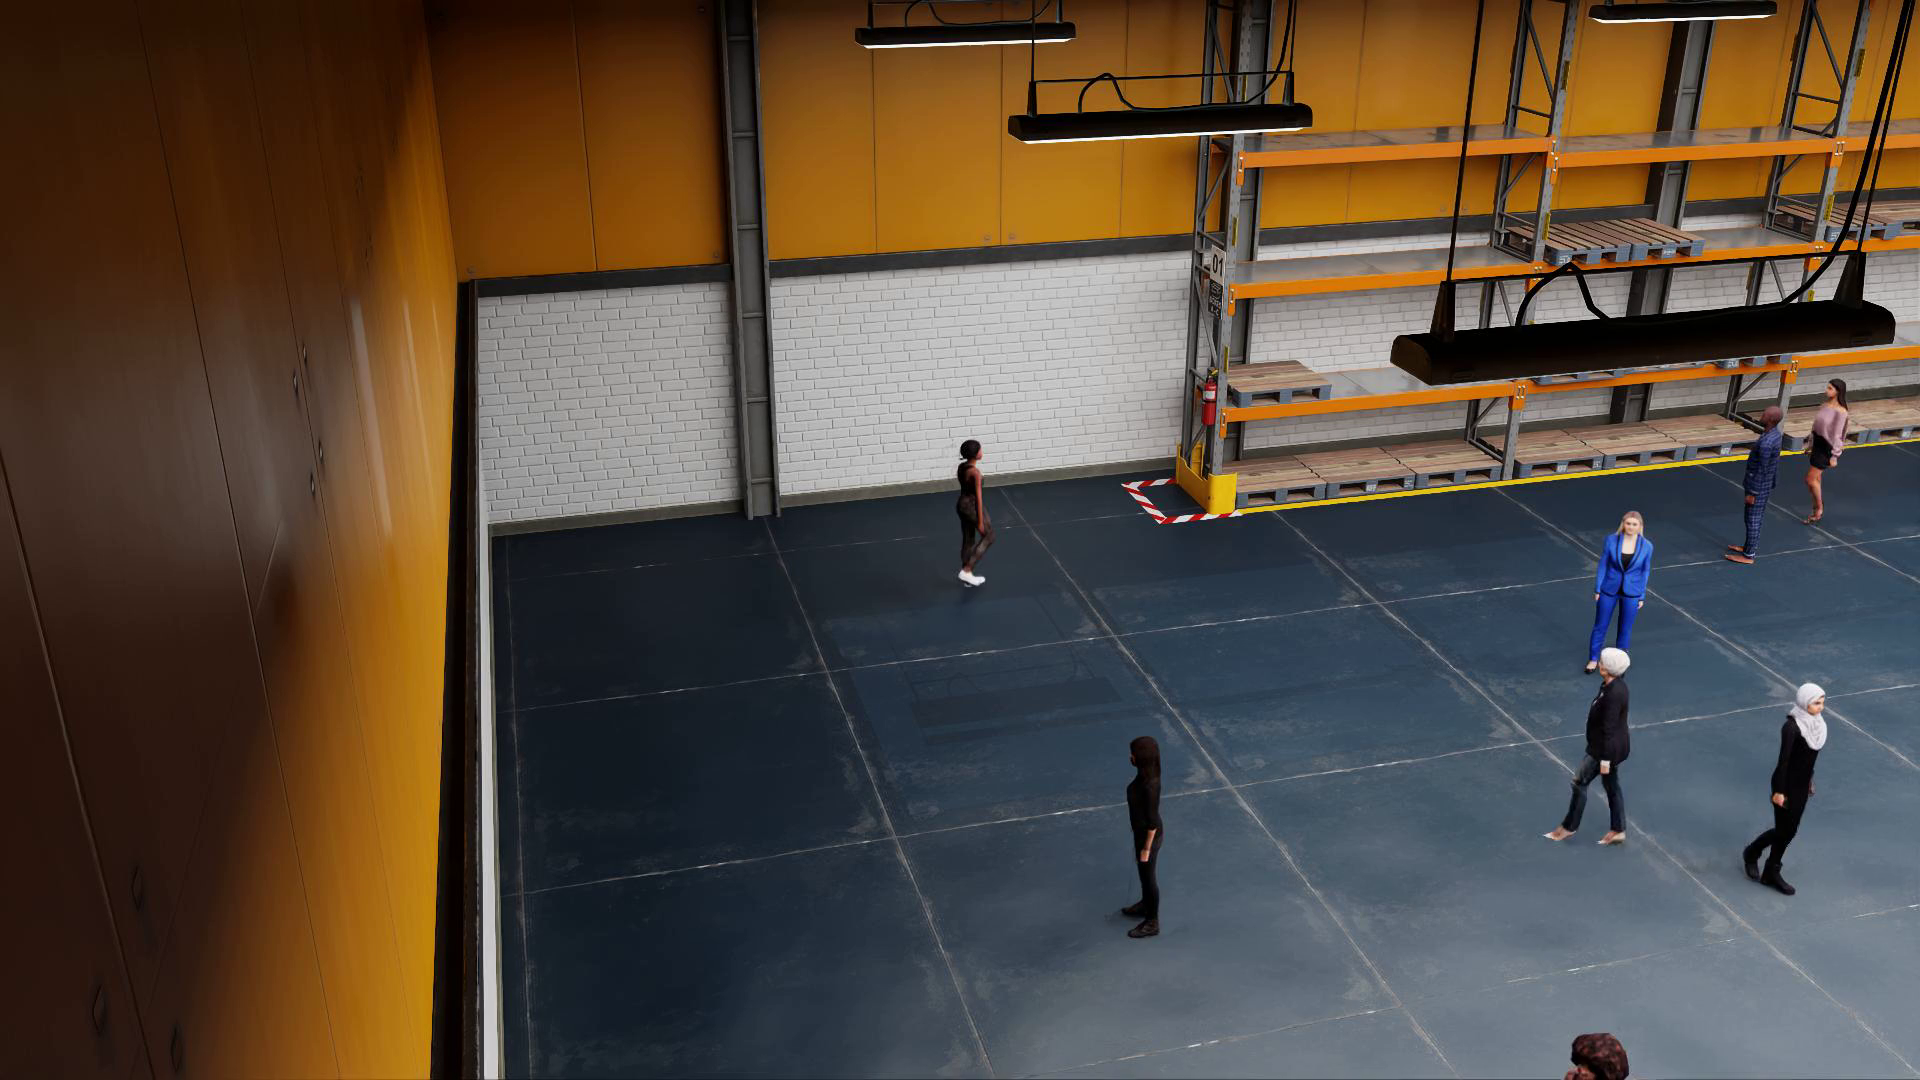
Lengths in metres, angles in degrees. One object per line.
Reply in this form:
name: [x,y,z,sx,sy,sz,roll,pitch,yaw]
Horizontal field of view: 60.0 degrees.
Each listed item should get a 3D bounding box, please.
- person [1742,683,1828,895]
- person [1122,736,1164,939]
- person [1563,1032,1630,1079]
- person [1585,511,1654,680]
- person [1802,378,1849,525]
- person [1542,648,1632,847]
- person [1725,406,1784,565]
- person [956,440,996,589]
person: [6.373,1.892,12.811,0.717,1.776,0.778,-14,27,-29]
person: [1.391,2.177,12.328,0.590,1.640,0.637,0,24,-1]
person: [3.512,3.445,9.269,0.936,1.768,0.768,-17,29,-35]
person: [6.378,0.509,16.070,0.672,1.700,0.760,9,25,20]
person: [10.162,-1.006,19.410,0.660,1.801,0.688,-2,24,-4]
person: [5.300,1.722,13.343,0.996,1.769,1.019,12,26,25]
person: [8.907,-0.632,18.531,0.819,1.819,0.757,13,27,28]
person: [0.051,-0.257,17.834,0.710,1.690,0.664,-12,26,-26]
